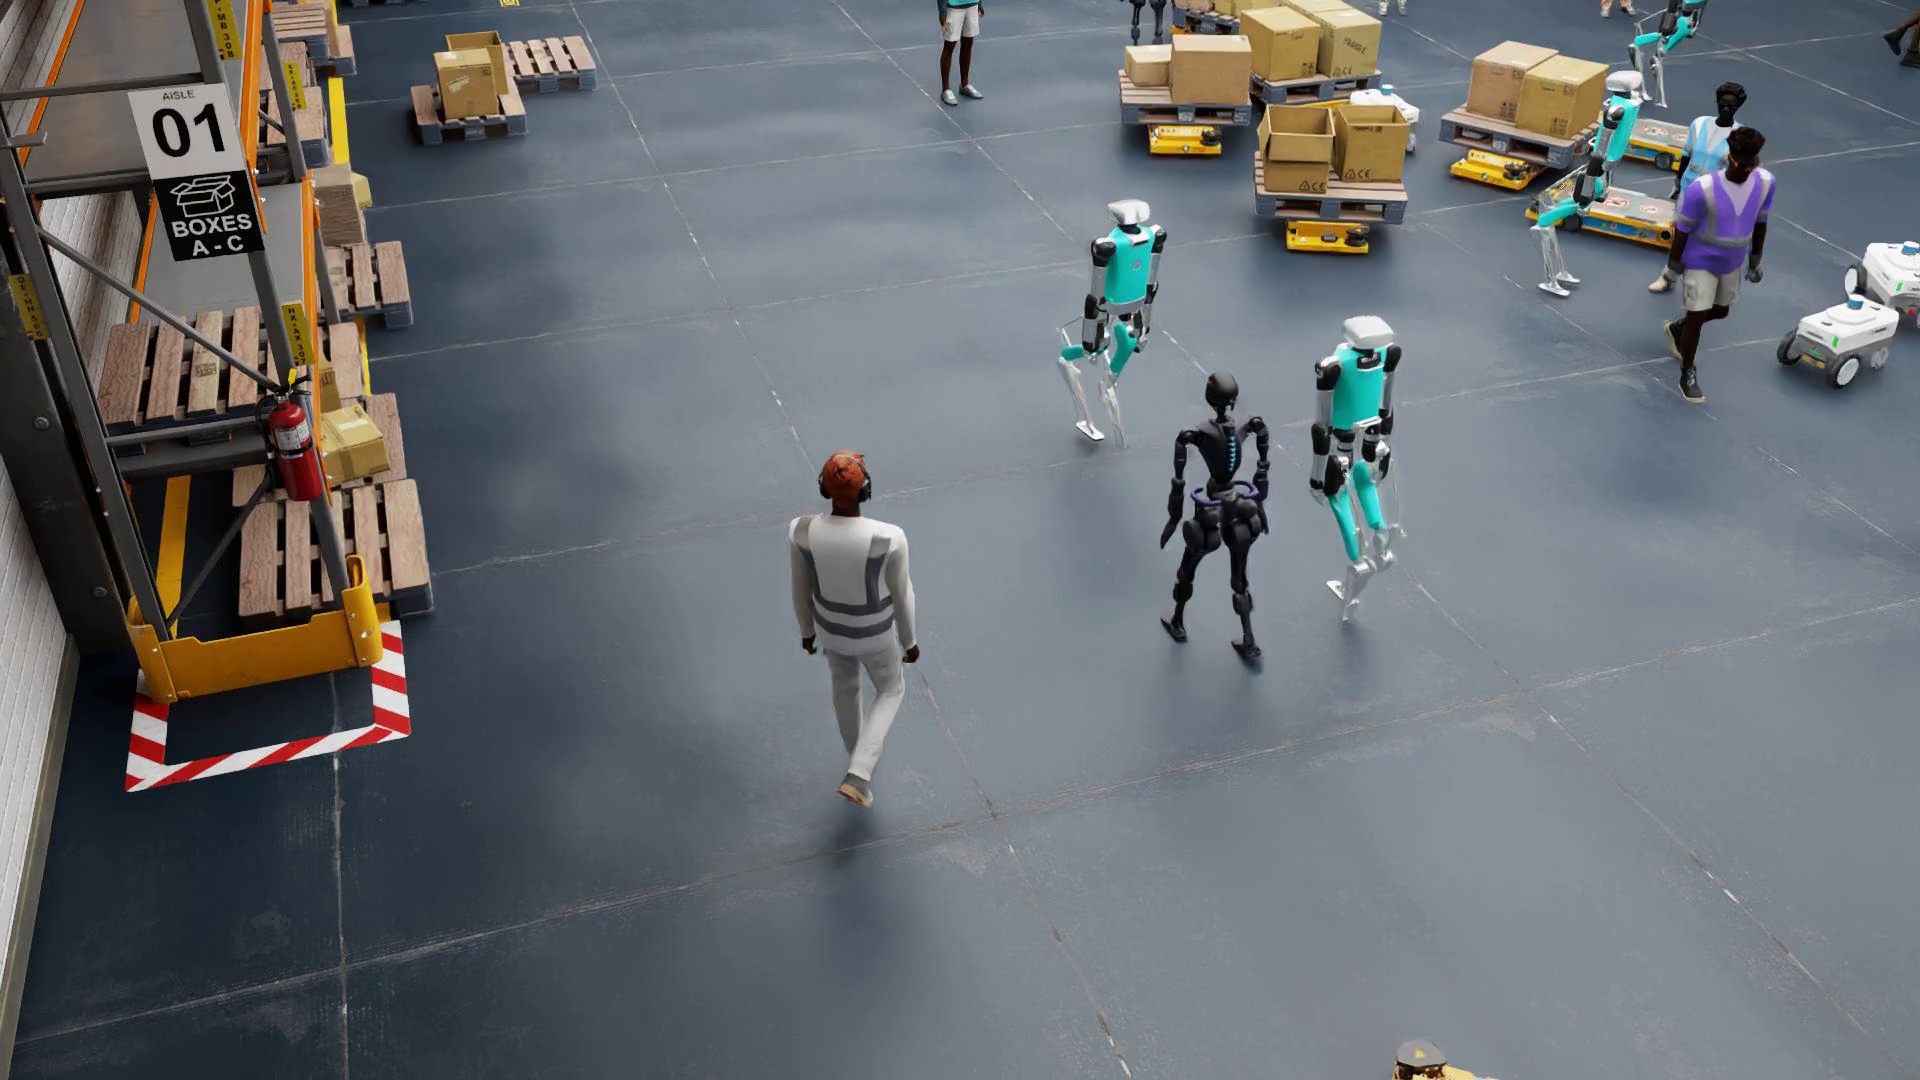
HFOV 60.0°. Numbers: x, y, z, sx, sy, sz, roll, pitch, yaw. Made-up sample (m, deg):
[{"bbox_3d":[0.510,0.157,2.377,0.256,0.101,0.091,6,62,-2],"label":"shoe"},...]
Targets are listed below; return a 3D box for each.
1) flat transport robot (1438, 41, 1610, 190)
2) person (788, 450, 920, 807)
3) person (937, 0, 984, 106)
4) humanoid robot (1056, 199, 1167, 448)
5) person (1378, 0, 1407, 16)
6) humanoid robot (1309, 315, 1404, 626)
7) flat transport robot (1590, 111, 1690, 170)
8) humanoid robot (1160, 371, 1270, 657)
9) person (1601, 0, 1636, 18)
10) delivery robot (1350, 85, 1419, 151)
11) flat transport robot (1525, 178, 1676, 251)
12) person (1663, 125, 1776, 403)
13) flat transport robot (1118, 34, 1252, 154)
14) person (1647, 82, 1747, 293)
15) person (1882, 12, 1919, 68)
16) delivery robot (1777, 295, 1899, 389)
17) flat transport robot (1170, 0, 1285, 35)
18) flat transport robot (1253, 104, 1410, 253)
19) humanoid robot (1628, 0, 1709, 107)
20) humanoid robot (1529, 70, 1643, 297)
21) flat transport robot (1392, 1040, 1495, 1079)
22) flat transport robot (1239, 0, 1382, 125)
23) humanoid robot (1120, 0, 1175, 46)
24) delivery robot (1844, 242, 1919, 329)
[{"bbox_3d":[5.157,-3.579,15.348,0.659,0.231,1.431,24,40,32],"label":"flat transport robot"},{"bbox_3d":[-0.493,0.440,7.717,0.598,1.872,0.592,10,34,15],"label":"person"},{"bbox_3d":[-0.006,-5.321,16.493,0.564,1.935,0.428,-24,40,-32],"label":"person"},{"bbox_3d":[0.884,-1.373,10.657,0.542,1.813,0.756,-20,38,-28],"label":"humanoid robot"},{"bbox_3d":[5.078,-6.930,19.067,0.637,1.817,0.490,4,33,6],"label":"person"},{"bbox_3d":[2.223,-0.273,8.971,0.530,1.827,0.745,-18,37,-25],"label":"humanoid robot"},{"bbox_3d":[6.401,-3.745,15.602,1.431,0.231,0.659,24,40,32],"label":"flat transport robot"},{"bbox_3d":[1.381,-0.128,8.776,0.596,1.643,0.582,-10,34,-15],"label":"humanoid robot"},{"bbox_3d":[7.586,-6.792,19.016,0.545,1.633,0.430,-2,33,-4],"label":"person"},{"bbox_3d":[3.990,-4.007,15.743,0.499,0.595,0.783,-15,36,-21],"label":"delivery robot"},{"bbox_3d":[5.598,-2.744,14.067,1.431,0.231,0.659,21,39,29],"label":"flat transport robot"},{"bbox_3d":[5.103,-1.942,11.334,0.669,1.935,0.734,-5,33,-8],"label":"person"},{"bbox_3d":[2.141,-4.061,16.086,0.659,0.231,1.431,2,33,2],"label":"flat transport robot"},{"bbox_3d":[5.628,-2.619,12.562,0.315,1.700,0.539,-24,40,-32],"label":"person"},{"bbox_3d":[10.209,-5.919,17.427,0.485,1.905,0.570,13,35,19],"label":"person"},{"bbox_3d":[6.277,-1.451,11.814,0.773,0.586,0.499,-17,37,-24],"label":"delivery robot"},{"bbox_3d":[3.110,-5.644,18.515,1.431,0.231,0.659,28,42,36],"label":"flat transport robot"},{"bbox_3d":[3.091,-2.805,14.161,0.659,0.231,1.431,4,33,6],"label":"flat transport robot"},{"bbox_3d":[6.936,-5.097,16.344,0.547,1.762,0.837,-19,37,-26],"label":"humanoid robot"},{"bbox_3d":[4.673,-2.739,12.655,0.716,1.731,0.530,23,39,30],"label":"humanoid robot"},{"bbox_3d":[1.813,2.488,6.043,0.659,0.231,1.431,12,35,17],"label":"flat transport robot"},{"bbox_3d":[3.402,-4.456,16.693,0.659,0.231,1.431,-10,35,-16],"label":"flat transport robot"},{"bbox_3d":[1.982,-5.806,17.483,0.590,1.636,0.620,5,33,8],"label":"humanoid robot"},{"bbox_3d":[7.124,-1.977,12.612,0.499,0.576,0.768,3,33,5],"label":"delivery robot"}]
